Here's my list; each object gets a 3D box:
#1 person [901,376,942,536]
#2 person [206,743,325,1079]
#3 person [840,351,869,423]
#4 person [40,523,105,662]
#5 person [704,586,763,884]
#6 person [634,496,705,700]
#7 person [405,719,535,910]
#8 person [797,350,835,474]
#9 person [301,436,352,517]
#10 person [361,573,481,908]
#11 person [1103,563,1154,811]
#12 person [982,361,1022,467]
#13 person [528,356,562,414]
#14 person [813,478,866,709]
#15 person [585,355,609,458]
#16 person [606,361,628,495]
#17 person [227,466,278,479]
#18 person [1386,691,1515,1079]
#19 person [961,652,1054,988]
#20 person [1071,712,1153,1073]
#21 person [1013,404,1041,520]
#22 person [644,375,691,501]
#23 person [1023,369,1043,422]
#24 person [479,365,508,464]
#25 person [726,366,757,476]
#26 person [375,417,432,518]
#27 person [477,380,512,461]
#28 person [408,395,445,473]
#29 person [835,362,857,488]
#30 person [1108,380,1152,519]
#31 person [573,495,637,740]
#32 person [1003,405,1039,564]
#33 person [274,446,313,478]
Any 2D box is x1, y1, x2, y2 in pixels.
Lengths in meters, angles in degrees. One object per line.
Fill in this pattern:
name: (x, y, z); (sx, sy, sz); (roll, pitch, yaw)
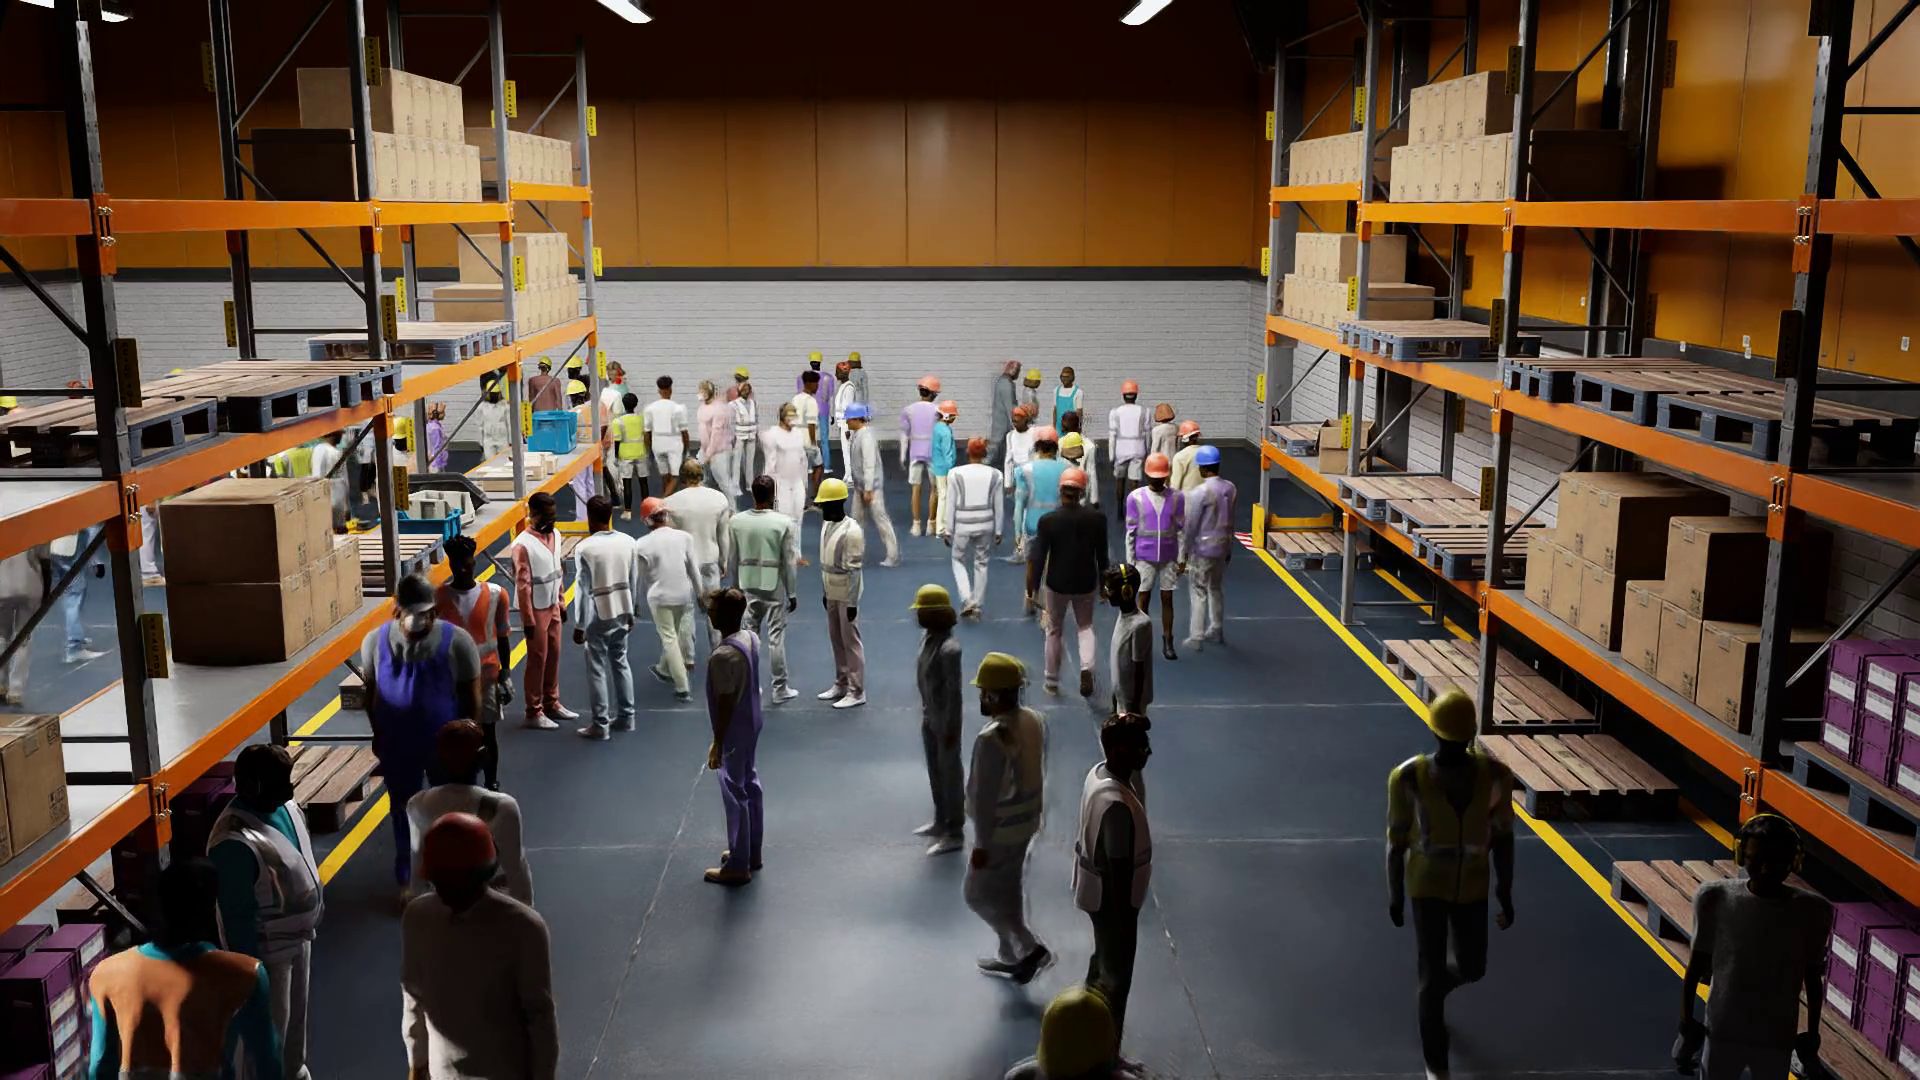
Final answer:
person: (-0.426, -1.056, 20.978); (0.659, 2.027, 0.447); (5, 12, 22)
person: (-3.017, 1.767, 7.312); (0.429, 1.831, 0.634); (0, 11, -1)
person: (-1.764, -2.280, 27.813); (0.493, 1.742, 0.322); (2, 11, 10)
person: (-8.180, 0.146, 15.330); (0.701, 1.879, 0.722); (3, 12, 13)
person: (-1.391, 1.186, 10.176); (0.346, 1.846, 0.505); (3, 12, 15)
person: (-2.531, 0.469, 14.120); (0.590, 1.698, 0.869); (-9, 15, -39)
person: (-2.197, 1.727, 7.410); (0.615, 1.869, 0.643); (4, 12, 20)
person: (-2.230, -1.977, 25.828); (0.585, 1.928, 0.379); (0, 11, 0)
person: (-8.375, -1.096, 21.573); (0.841, 1.867, 0.677); (-2, 11, -11)
person: (-3.235, 1.113, 10.051); (0.690, 2.000, 1.040); (-3, 12, -12)
person: (1.071, 1.065, 10.772); (0.350, 1.855, 0.528); (-1, 11, -7)
person: (0.743, -1.788, 25.131); (1.005, 1.832, 0.712); (0, 11, -1)
person: (-6.664, -2.077, 26.775); (0.532, 1.756, 0.337); (-1, 11, -4)
person: (-1.004, 0.435, 13.771); (0.398, 1.919, 0.589); (-7, 13, -30)
person: (-5.997, -2.189, 27.331); (0.342, 1.748, 0.573); (7, 13, 30)
person: (-4.942, -1.614, 23.981); (0.364, 1.939, 0.636); (-1, 11, -7)
person: (-7.454, -0.220, 17.629); (0.575, 1.663, 0.594); (-3, 12, -14)
person: (2.301, 1.609, 7.886); (0.598, 1.908, 0.720); (0, 11, -2)
person: (0.256, 1.485, 8.747); (0.473, 1.815, 0.612); (6, 13, 26)
person: (0.704, 1.683, 7.682); (0.376, 1.844, 0.571); (-1, 11, -3)
person: (0.855, -0.997, 21.727); (0.328, 1.608, 0.635); (-7, 13, -33)
person: (-3.868, -1.203, 21.900); (0.620, 1.944, 0.765); (3, 12, 16)
person: (1.055, -1.709, 24.999); (0.390, 1.730, 0.500); (0, 11, -2)
person: (-7.268, -2.116, 26.242); (0.693, 2.000, 0.903); (-8, 14, -33)
person: (-3.391, -1.766, 25.270); (0.534, 1.739, 0.764); (6, 13, 26)
person: (-5.927, -0.365, 17.774); (0.585, 1.917, 0.380); (-3, 12, -12)
person: (-6.540, -1.394, 23.426); (0.486, 1.730, 0.401); (-3, 12, -15)
person: (-7.642, -1.534, 23.850); (0.566, 1.824, 0.928); (6, 13, 28)
person: (-1.679, -1.701, 24.587); (0.351, 1.878, 0.568); (-2, 11, -10)
person: (2.222, -1.136, 21.706); (0.554, 1.888, 0.979); (2, 11, 10)
person: (-2.747, 0.598, 12.985); (0.391, 1.905, 0.599); (8, 14, 34)
person: (0.732, -0.646, 19.350); (0.847, 1.842, 0.595); (-10, 15, -41)
person: (-7.570, -0.495, 19.005); (0.321, 1.689, 0.529); (8, 14, 34)
